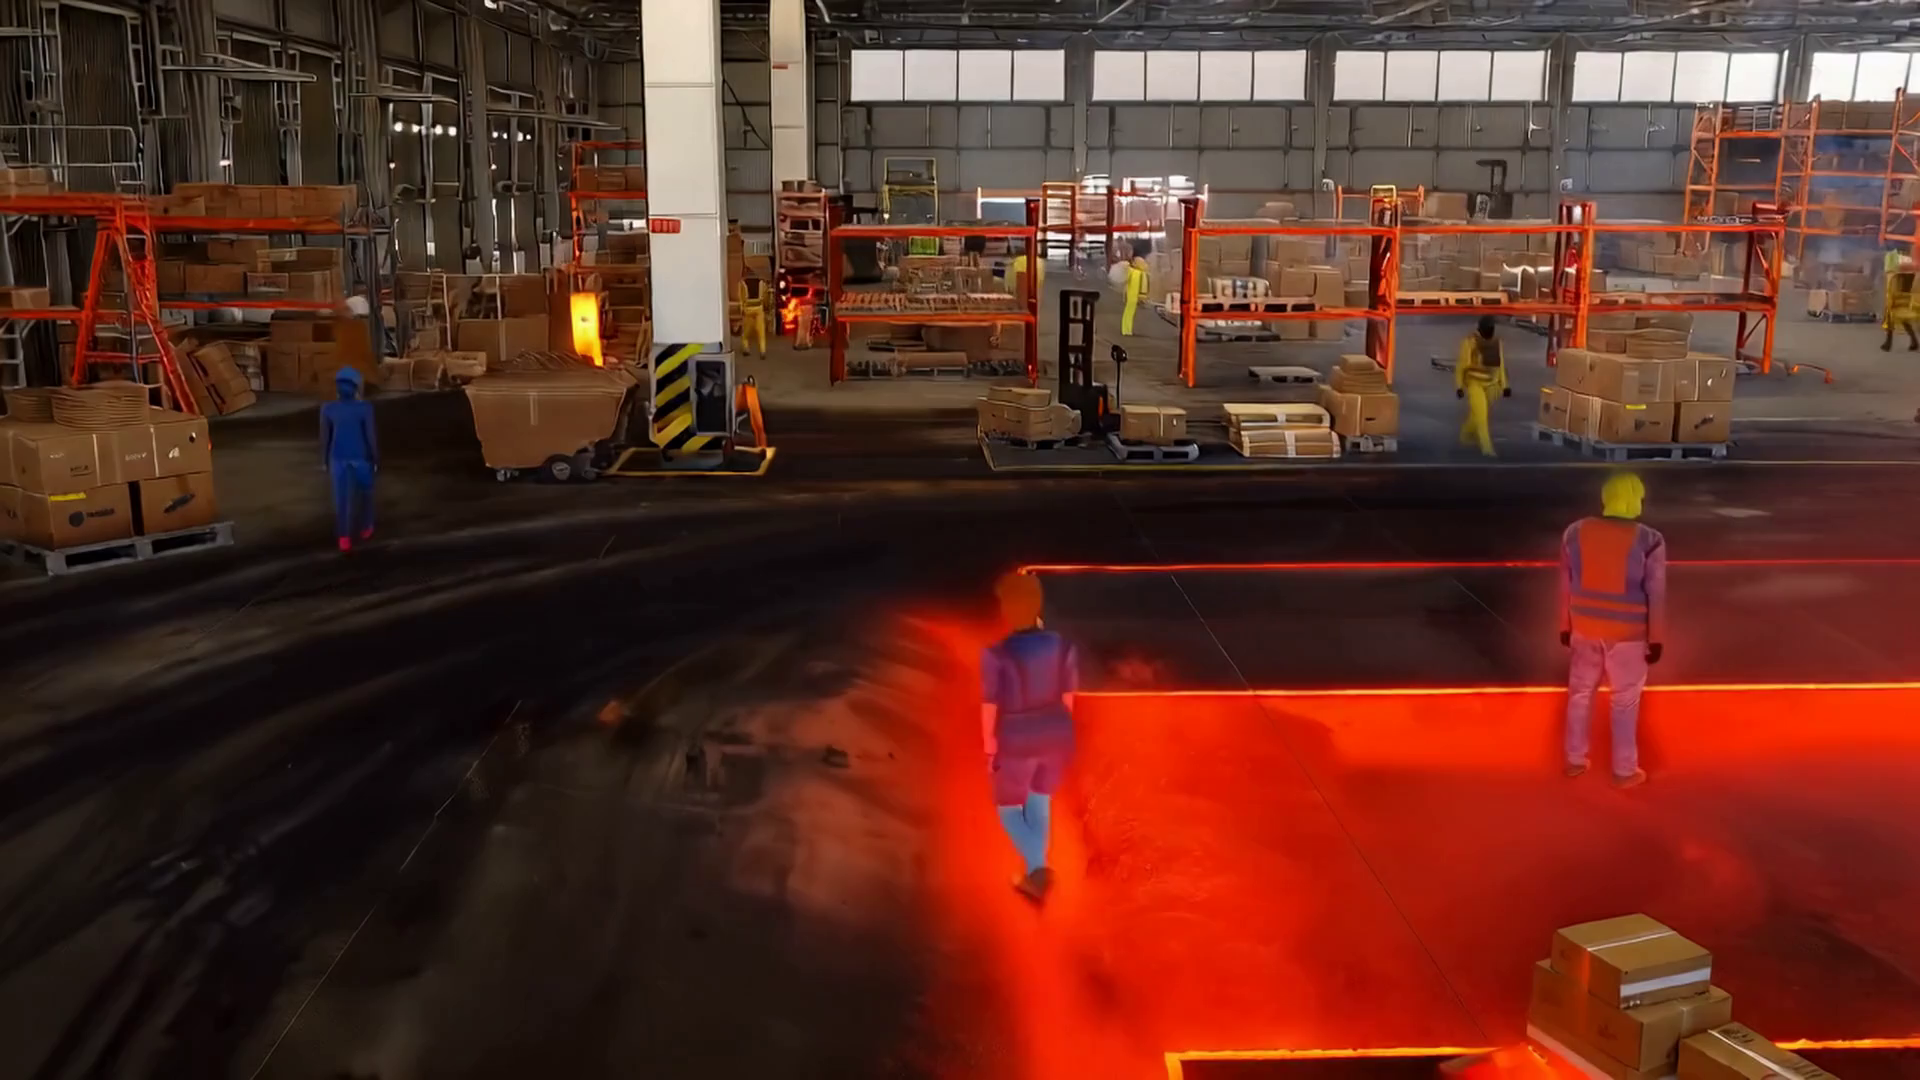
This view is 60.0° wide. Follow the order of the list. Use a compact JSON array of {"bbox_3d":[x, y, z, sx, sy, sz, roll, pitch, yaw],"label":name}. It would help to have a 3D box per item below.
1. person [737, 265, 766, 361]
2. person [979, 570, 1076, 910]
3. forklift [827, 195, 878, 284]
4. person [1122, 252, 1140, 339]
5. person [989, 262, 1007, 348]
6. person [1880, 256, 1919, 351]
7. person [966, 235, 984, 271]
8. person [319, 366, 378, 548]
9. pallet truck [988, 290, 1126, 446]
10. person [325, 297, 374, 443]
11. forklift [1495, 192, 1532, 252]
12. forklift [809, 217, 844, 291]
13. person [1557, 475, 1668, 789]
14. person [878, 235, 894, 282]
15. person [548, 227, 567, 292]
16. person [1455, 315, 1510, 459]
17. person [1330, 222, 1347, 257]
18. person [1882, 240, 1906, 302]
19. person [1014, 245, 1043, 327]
[{"bbox_3d":[-3.987,-4.330,31.699,0.588,1.820,1.034,-7,14,-27],"label":"person"},{"bbox_3d":[0.356,0.993,8.007,0.540,1.673,0.530,-7,14,-27],"label":"person"},{"bbox_3d":[-3.662,-9.503,52.625,1.873,2.768,1.129,-5,13,-21],"label":"forklift"},{"bbox_3d":[3.689,-5.265,35.848,0.341,1.845,0.511,10,16,38],"label":"person"},{"bbox_3d":[0.798,-4.807,34.033,0.311,1.736,0.483,6,14,24],"label":"person"},{"bbox_3d":[18.807,-4.694,33.140,0.549,1.918,0.764,-2,13,-10],"label":"person"},{"bbox_3d":[0.471,-9.431,54.516,0.629,1.919,0.712,4,13,16],"label":"person"},{"bbox_3d":[-5.879,-0.807,15.996,0.532,1.724,0.884,-2,13,-11],"label":"person"},{"bbox_3d":[1.257,-2.299,22.111,1.885,1.965,0.823,-9,15,-35],"label":"pallet truck"},{"bbox_3d":[-8.023,-2.225,21.896,0.688,1.945,0.511,7,14,29],"label":"person"},{"bbox_3d":[19.625,-11.144,60.035,1.873,2.768,1.129,0,12,-2],"label":"forklift"},{"bbox_3d":[-4.372,-8.620,48.640,1.873,2.768,1.129,0,12,-2],"label":"forklift"},{"bbox_3d":[3.799,0.530,9.704,0.619,1.840,0.430,11,17,42],"label":"person"},{"bbox_3d":[-2.313,-8.812,52.350,0.554,1.629,0.523,2,13,10],"label":"person"},{"bbox_3d":[-11.935,-8.320,49.432,0.550,1.935,0.376,-7,14,-29],"label":"person"},{"bbox_3d":[6.615,-1.977,21.140,0.639,1.799,0.977,-5,13,-21],"label":"person"},{"bbox_3d":[13.482,-10.465,59.222,0.448,1.889,0.694,-10,16,-39],"label":"person"},{"bbox_3d":[25.709,-7.392,45.802,0.533,1.692,0.322,5,14,23],"label":"person"},{"bbox_3d":[1.604,-5.924,38.736,0.642,1.882,1.031,4,13,19],"label":"person"}]
